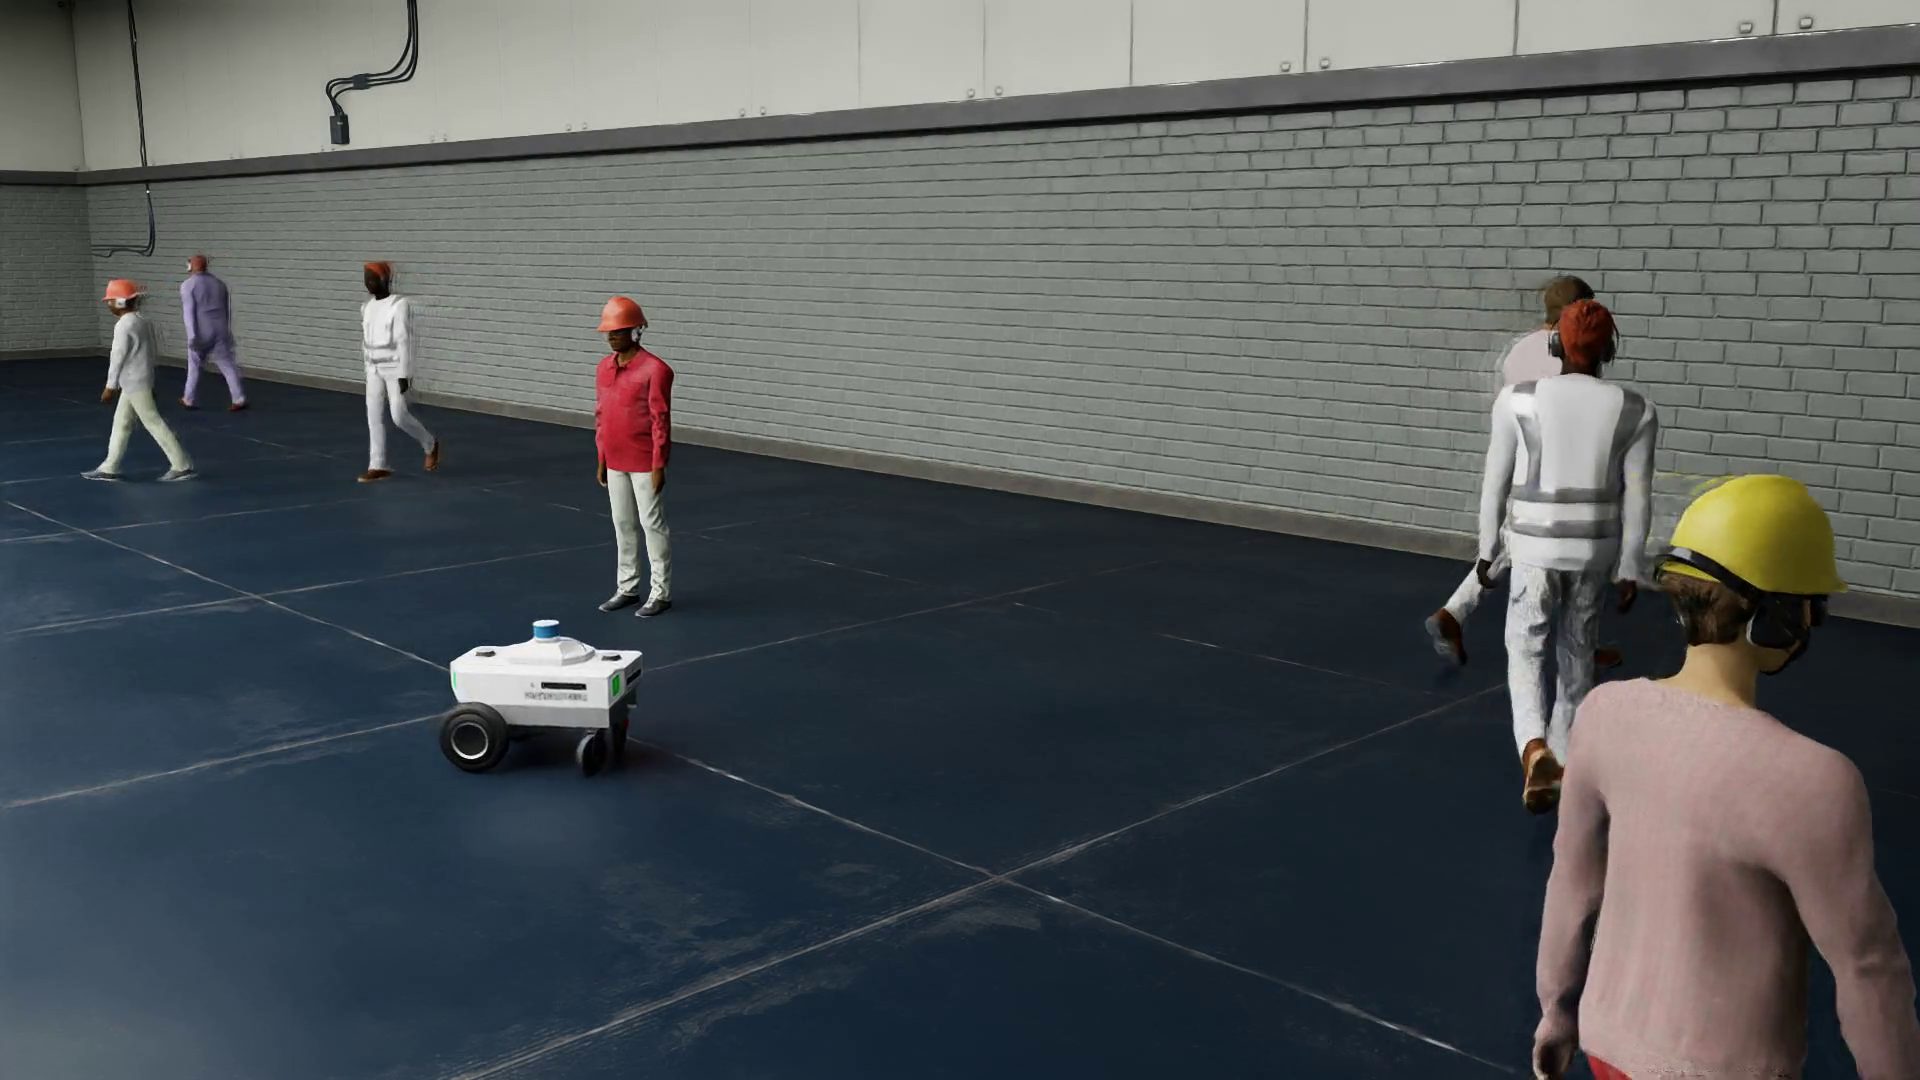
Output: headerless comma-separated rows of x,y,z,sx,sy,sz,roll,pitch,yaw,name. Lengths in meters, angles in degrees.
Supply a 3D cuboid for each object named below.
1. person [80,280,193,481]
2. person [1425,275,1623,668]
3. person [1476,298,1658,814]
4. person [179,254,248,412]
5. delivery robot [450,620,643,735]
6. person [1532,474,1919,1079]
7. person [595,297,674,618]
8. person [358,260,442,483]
-6.966,-1.325,13.986,0.895,1.702,0.573,-3,11,-16,person
2.726,-0.298,7.876,0.928,1.904,0.637,-3,11,-17,person
2.189,0.063,6.007,0.578,1.861,0.785,2,11,12,person
-8.885,-2.428,19.637,1.024,1.855,0.684,6,12,29,person
-1.628,0.560,6.591,0.707,0.478,0.477,1,11,7,delivery robot
1.192,0.771,2.476,0.817,1.733,0.538,-3,11,-13,person
-1.806,-0.452,9.106,0.563,1.746,0.348,8,13,37,person
-4.814,-1.432,14.111,0.588,1.870,0.730,6,12,29,person
